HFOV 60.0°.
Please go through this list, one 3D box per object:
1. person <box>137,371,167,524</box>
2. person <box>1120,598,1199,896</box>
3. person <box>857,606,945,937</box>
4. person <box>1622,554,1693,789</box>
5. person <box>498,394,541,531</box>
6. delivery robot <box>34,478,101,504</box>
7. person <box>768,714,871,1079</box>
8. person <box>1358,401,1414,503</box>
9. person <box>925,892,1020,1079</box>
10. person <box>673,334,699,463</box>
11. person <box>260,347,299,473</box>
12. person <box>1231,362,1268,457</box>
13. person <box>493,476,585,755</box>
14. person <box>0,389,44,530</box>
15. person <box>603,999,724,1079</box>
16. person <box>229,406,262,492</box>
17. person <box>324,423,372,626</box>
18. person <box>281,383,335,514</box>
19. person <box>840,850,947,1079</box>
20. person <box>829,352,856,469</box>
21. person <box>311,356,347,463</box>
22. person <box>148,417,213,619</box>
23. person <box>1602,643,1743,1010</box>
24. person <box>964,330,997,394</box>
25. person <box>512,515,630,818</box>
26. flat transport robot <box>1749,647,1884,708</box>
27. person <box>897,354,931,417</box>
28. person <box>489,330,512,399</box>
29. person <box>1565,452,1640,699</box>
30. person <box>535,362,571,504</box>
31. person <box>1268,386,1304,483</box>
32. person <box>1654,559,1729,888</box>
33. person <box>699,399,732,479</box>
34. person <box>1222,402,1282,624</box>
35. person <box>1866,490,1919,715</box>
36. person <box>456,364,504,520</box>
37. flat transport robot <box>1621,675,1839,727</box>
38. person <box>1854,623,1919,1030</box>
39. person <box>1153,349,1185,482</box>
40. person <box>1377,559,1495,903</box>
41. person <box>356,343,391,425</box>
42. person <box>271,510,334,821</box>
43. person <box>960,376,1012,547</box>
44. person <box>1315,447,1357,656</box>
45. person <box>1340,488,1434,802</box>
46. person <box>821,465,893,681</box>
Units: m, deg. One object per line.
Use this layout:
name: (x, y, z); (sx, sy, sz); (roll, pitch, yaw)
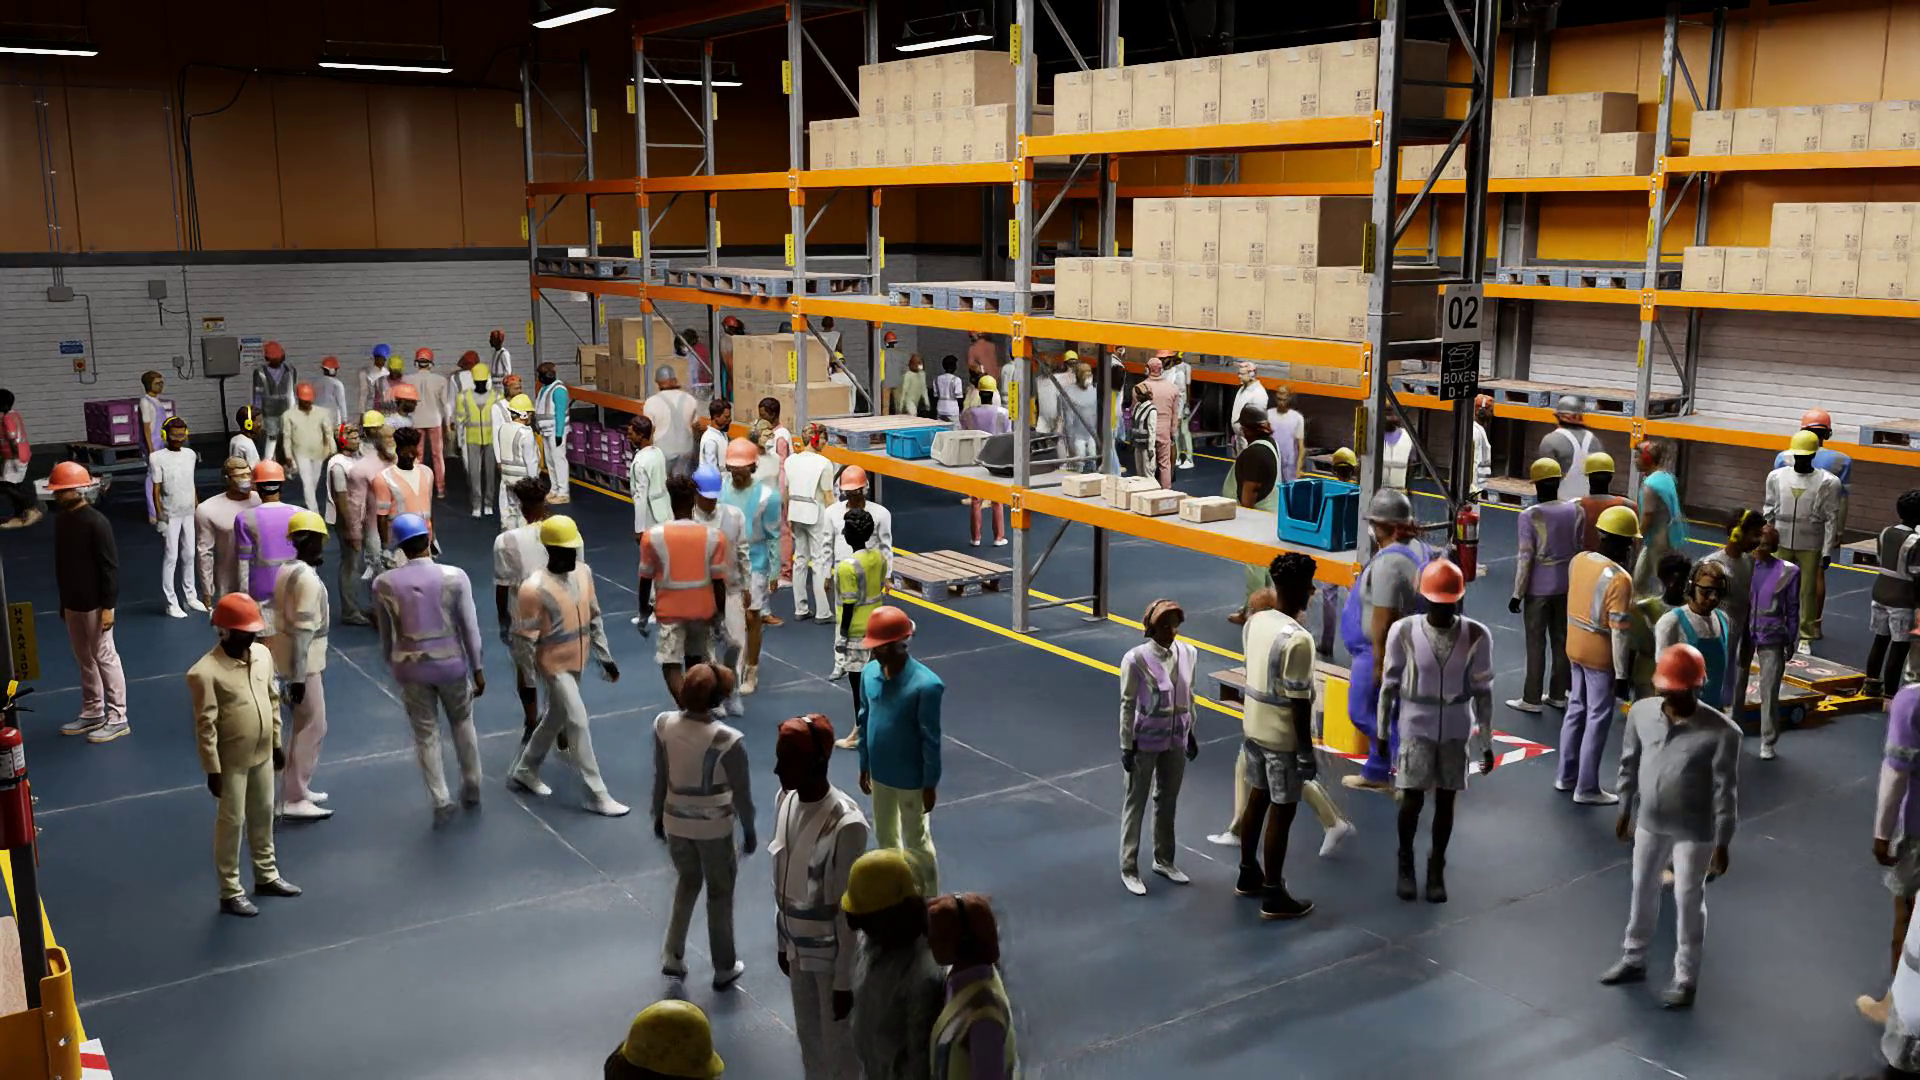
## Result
person: (-9.702, -1.115, 20.060); (0.345, 1.845, 0.505); (-2, 11, -11)
person: (1.090, 1.122, 9.143); (0.523, 1.638, 0.311); (-7, 13, -32)
person: (-0.330, 1.185, 8.560); (0.577, 1.738, 0.354); (10, 15, 43)
person: (4.409, 0.881, 10.404); (0.539, 1.649, 0.906); (-1, 11, -4)
person: (-4.651, -0.635, 17.675); (0.586, 1.824, 0.404); (10, 15, 42)
delivery robot: (-11.169, -0.661, 20.806); (0.707, 0.478, 0.477); (-1, 11, -2)
person: (-0.529, 1.561, 6.303); (0.350, 1.878, 0.568); (-8, 13, -35)
person: (4.367, -0.534, 17.122); (0.581, 1.829, 0.619); (-1, 11, -5)
person: (-0.072, 1.885, 5.291); (0.708, 1.610, 0.519); (-1, 11, -3)
person: (-4.150, -2.100, 24.862); (0.628, 1.940, 0.377); (-10, 15, -41)
person: (-9.722, -1.842, 23.730); (0.592, 1.863, 0.775); (2, 11, 9)
person: (3.575, -1.272, 20.742); (0.397, 1.898, 0.643); (-2, 11, -11)
person: (-2.849, 0.523, 11.415); (0.662, 1.952, 0.444); (-4, 12, -18)
person: (-11.126, -0.947, 19.614); (0.566, 1.682, 0.590); (-4, 12, -21)
person: (-0.751, 2.015, 4.327); (0.308, 1.736, 0.484); (0, 11, 0)
person: (-6.974, -0.395, 16.364); (0.338, 1.856, 0.525); (-9, 14, -39)
person: (-5.554, -0.148, 15.106); (0.390, 1.846, 0.565); (-3, 11, -13)
person: (-7.952, -1.086, 20.282); (0.564, 1.710, 0.891); (-8, 14, -35)
person: (-0.136, 1.805, 5.489); (0.829, 1.709, 0.500); (-8, 14, -36)
person: (-1.741, -1.841, 24.032); (0.516, 1.752, 0.376); (-7, 13, -33)
person: (-8.959, -1.724, 23.479); (0.575, 1.727, 0.714); (6, 12, 27)
person: (-7.230, -0.217, 15.419); (0.327, 1.865, 0.519); (5, 12, 23)
person: (3.360, 1.323, 7.836); (0.369, 1.745, 0.611); (-9, 14, -38)
person: (0.280, -2.581, 27.275); (0.640, 1.954, 0.846); (-10, 15, -42)
person: (-2.499, 0.757, 10.405); (0.969, 1.886, 0.588); (5, 12, 22)
flat transport robot: (6.464, 1.036, 13.094); (0.652, 0.197, 1.431); (-4, 12, -21)
person: (-0.819, -2.123, 25.898); (0.780, 1.583, 0.518); (6, 13, 29)
person: (-7.330, -2.406, 26.574); (0.358, 1.883, 0.572); (-6, 13, -30)
person: (4.836, 0.288, 12.689); (0.585, 1.920, 0.373); (1, 11, 4)
person: (-5.270, -1.389, 21.511); (0.430, 1.833, 0.636); (-7, 13, -34)
person: (3.564, -0.813, 18.606); (0.530, 1.800, 0.925); (5, 12, 25)
person: (4.052, 1.001, 9.242); (0.505, 1.841, 0.347); (-5, 12, -25)
person: (-2.419, -0.456, 16.537); (0.402, 1.908, 0.598); (0, 11, -1)
person: (2.659, -0.262, 15.193); (0.538, 2.000, 0.683); (5, 12, 24)
person: (6.999, 0.461, 12.390); (0.323, 1.690, 0.534); (0, 11, -2)
person: (-5.839, -1.192, 20.331); (0.601, 1.886, 0.893); (-3, 12, -17)
flat transport robot: (5.681, 1.197, 12.268); (1.431, 0.197, 0.652); (-4, 12, -21)
person: (4.397, 1.252, 7.477); (0.623, 2.030, 0.429); (-1, 11, -6)
person: (2.845, -1.768, 23.164); (0.549, 1.937, 0.358); (6, 12, 27)
person: (2.546, 1.029, 8.908); (0.579, 1.914, 0.479); (1, 11, 6)
person: (-8.214, -1.812, 23.437); (0.553, 1.914, 0.638); (9, 15, 40)
person: (-4.066, 0.771, 10.327); (0.493, 1.877, 0.691); (-7, 13, -32)
person: (0.298, -0.875, 18.620); (0.587, 1.927, 0.363); (1, 11, 6)
person: (3.218, 0.099, 14.055); (0.527, 1.765, 0.329); (-1, 11, -4)
person: (2.711, 0.658, 10.483); (0.634, 2.000, 0.692); (7, 13, 34)
person: (-0.824, 0.269, 13.211); (0.573, 1.749, 0.342); (1, 11, 8)
